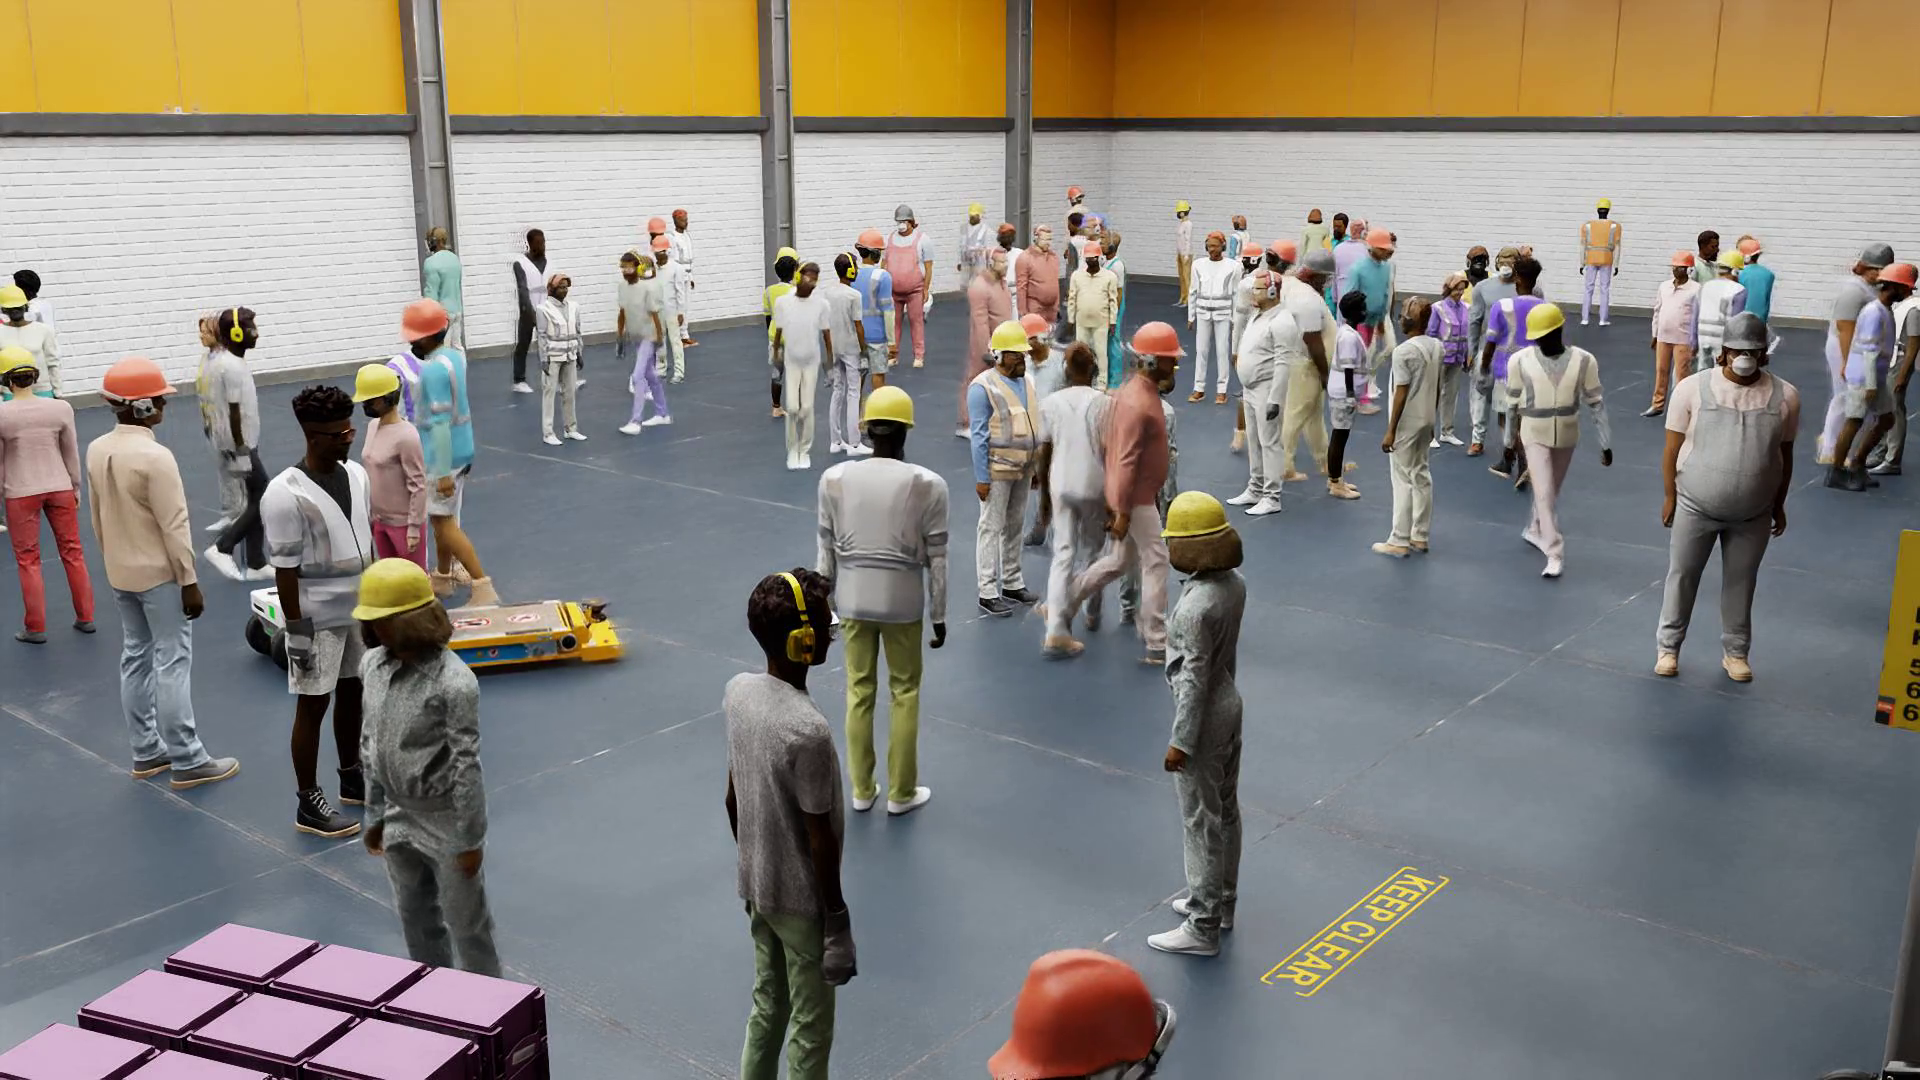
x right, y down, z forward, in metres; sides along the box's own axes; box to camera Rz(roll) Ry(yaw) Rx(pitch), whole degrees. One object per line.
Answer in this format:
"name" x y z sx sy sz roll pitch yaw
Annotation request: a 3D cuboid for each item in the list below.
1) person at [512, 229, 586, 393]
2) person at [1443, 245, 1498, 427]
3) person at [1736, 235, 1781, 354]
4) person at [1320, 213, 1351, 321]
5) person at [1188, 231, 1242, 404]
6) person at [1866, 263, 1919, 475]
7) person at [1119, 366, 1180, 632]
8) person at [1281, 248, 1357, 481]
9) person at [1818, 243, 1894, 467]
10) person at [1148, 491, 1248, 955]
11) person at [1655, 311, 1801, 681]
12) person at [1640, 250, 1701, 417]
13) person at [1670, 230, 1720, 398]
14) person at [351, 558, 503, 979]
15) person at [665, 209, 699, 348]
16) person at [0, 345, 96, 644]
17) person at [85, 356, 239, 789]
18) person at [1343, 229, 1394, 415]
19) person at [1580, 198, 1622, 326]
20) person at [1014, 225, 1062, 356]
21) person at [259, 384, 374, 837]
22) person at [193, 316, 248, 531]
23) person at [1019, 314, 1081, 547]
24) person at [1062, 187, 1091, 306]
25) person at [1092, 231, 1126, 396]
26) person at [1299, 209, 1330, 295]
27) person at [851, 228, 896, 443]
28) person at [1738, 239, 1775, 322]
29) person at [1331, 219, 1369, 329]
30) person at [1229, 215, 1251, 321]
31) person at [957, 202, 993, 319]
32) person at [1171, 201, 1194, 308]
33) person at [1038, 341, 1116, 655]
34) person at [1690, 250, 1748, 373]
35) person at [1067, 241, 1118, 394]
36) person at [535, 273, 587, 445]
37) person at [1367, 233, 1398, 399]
"person" -4.734 -2.556 18.748 1.055 1.859 0.590 10 17 34
"person" 5.108 -2.007 16.600 0.623 1.844 0.429 0 14 1
"person" 10.505 -3.240 22.030 0.734 1.599 0.513 -2 14 -8
"person" 4.888 -3.242 21.403 0.386 1.912 0.595 -10 17 -35
"person" 2.777 -2.433 18.212 0.584 1.882 0.337 6 15 23
"person" 8.163 -1.484 14.499 0.376 1.844 0.571 3 14 11
"person" 1.160 -0.310 10.016 0.294 1.744 0.487 -8 16 -28
"person" 3.074 -1.511 14.214 0.872 2.000 0.728 2 14 7
"person" 8.009 -1.658 14.799 0.542 2.000 0.715 13 19 42
"person" 0.870 0.671 6.115 0.313 1.735 0.483 7 16 26
"person" 4.193 -0.228 9.087 0.674 2.000 0.535 4 15 14
"person" 7.387 -2.113 17.193 0.318 1.756 0.559 -9 16 -31
"person" 7.858 -2.345 17.794 0.371 1.916 0.597 12 18 39
"person" -1.693 0.891 5.239 0.491 1.734 0.340 9 17 31
"person" -3.825 -3.578 22.787 0.337 1.882 0.583 5 15 20
"person" -5.469 -0.271 9.839 0.350 1.758 0.522 12 19 41
"person" -3.702 0.155 7.646 0.609 1.996 0.383 9 17 31
"person" 4.313 -2.306 17.614 0.625 1.953 0.755 -12 19 -40
"person" 9.698 -4.211 25.230 0.587 1.927 0.365 7 16 25
"person" 0.923 -2.631 18.973 0.653 1.900 0.406 -12 18 -40
"person" -2.704 0.298 7.165 0.385 1.957 0.602 4 15 16
"person" -5.463 -0.847 12.363 0.514 1.644 0.308 12 18 39
"person" 0.668 -0.807 12.121 0.762 1.690 0.587 -13 19 -41
"person" 1.962 -4.935 27.997 0.384 1.991 0.609 11 18 38
"person" 1.681 -2.540 18.719 0.344 1.847 0.504 -2 14 -10
"person" 5.932 -4.727 27.891 0.500 1.633 0.282 -2 14 -7
"person" -0.854 -1.961 16.005 0.615 2.042 0.374 10 17 35
"person" 8.963 -2.543 18.957 0.593 1.739 0.355 -2 14 -7
"person" 4.774 -2.907 20.064 0.408 1.908 0.646 -12 18 -40
"person" 4.350 -4.230 25.917 0.315 1.630 0.511 11 18 37
"person" 0.237 -4.402 26.208 0.612 1.819 0.467 9 17 31
"person" 3.719 -4.761 27.772 0.341 1.760 0.525 -3 14 -11
"person" 0.684 -0.250 9.707 0.516 1.788 0.951 5 15 20
"person" 7.525 -1.960 16.488 0.409 1.825 0.609 -5 15 -19
"person" 1.470 -2.451 18.547 0.573 1.750 0.330 4 15 17
"person" -3.827 -1.731 15.924 0.314 1.633 0.519 10 17 34
"person" 4.675 -2.496 18.538 0.565 1.845 0.413 -8 16 -29
